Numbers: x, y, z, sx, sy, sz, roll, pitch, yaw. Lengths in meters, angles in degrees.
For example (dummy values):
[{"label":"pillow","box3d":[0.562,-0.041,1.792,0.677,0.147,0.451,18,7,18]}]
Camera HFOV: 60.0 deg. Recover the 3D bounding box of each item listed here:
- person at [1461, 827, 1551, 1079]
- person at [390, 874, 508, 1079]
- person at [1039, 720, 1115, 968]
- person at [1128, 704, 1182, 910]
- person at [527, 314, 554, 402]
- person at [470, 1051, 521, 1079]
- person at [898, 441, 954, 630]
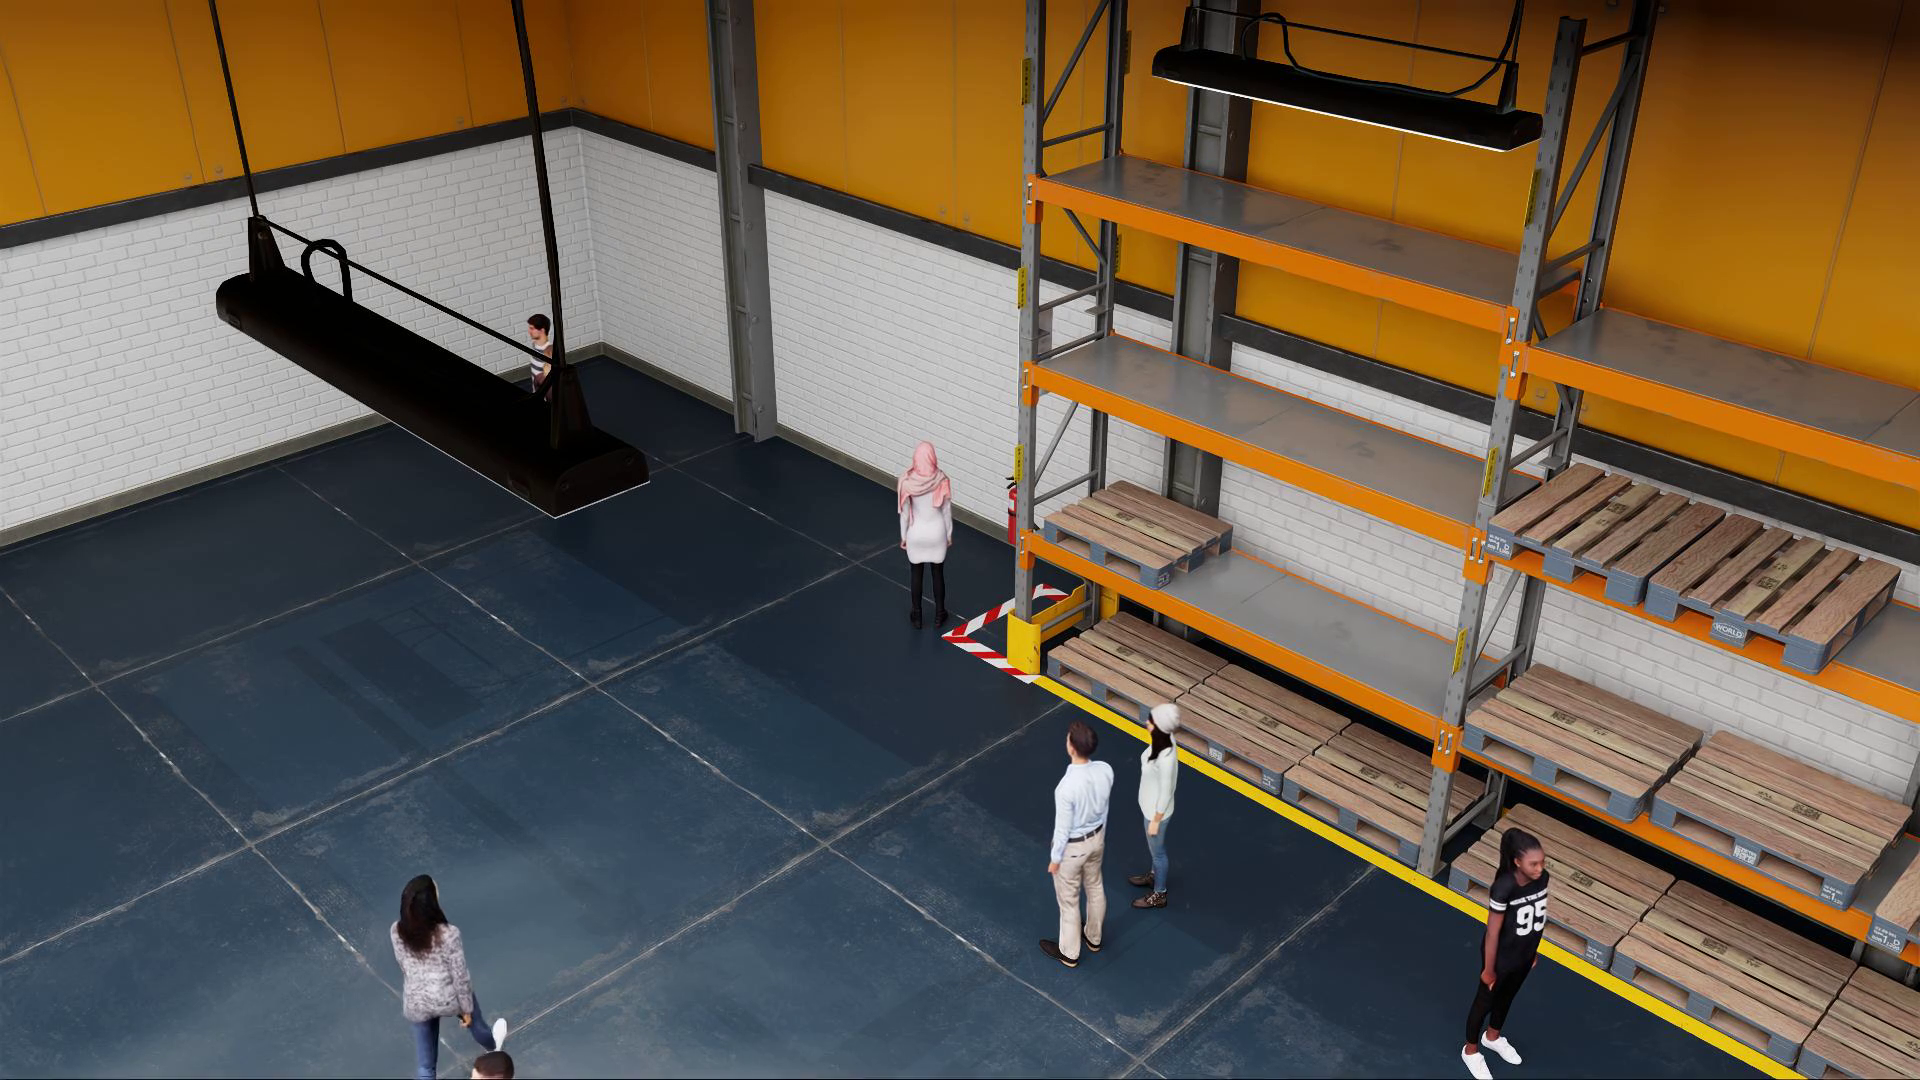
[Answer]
[{"label":"person","box3d":[3.306,2.486,10.031,0.656,1.729,0.639,-17,33,-29]},{"label":"person","box3d":[-3.065,2.728,9.622,1.072,1.696,1.104,1,29,2]},{"label":"person","box3d":[0.768,1.980,10.838,0.654,1.845,0.586,-23,36,-35]},{"label":"person","box3d":[1.350,1.803,11.374,0.689,1.643,0.640,2,29,3]},{"label":"person","box3d":[-4.217,-1.457,17.131,0.715,1.853,0.463,-23,36,-36]},{"label":"person","box3d":[-2.275,3.287,8.531,0.749,1.760,0.607,-11,31,-20]},{"label":"person","box3d":[-0.294,-0.043,14.590,0.743,1.804,0.797,-1,29,-2]}]
